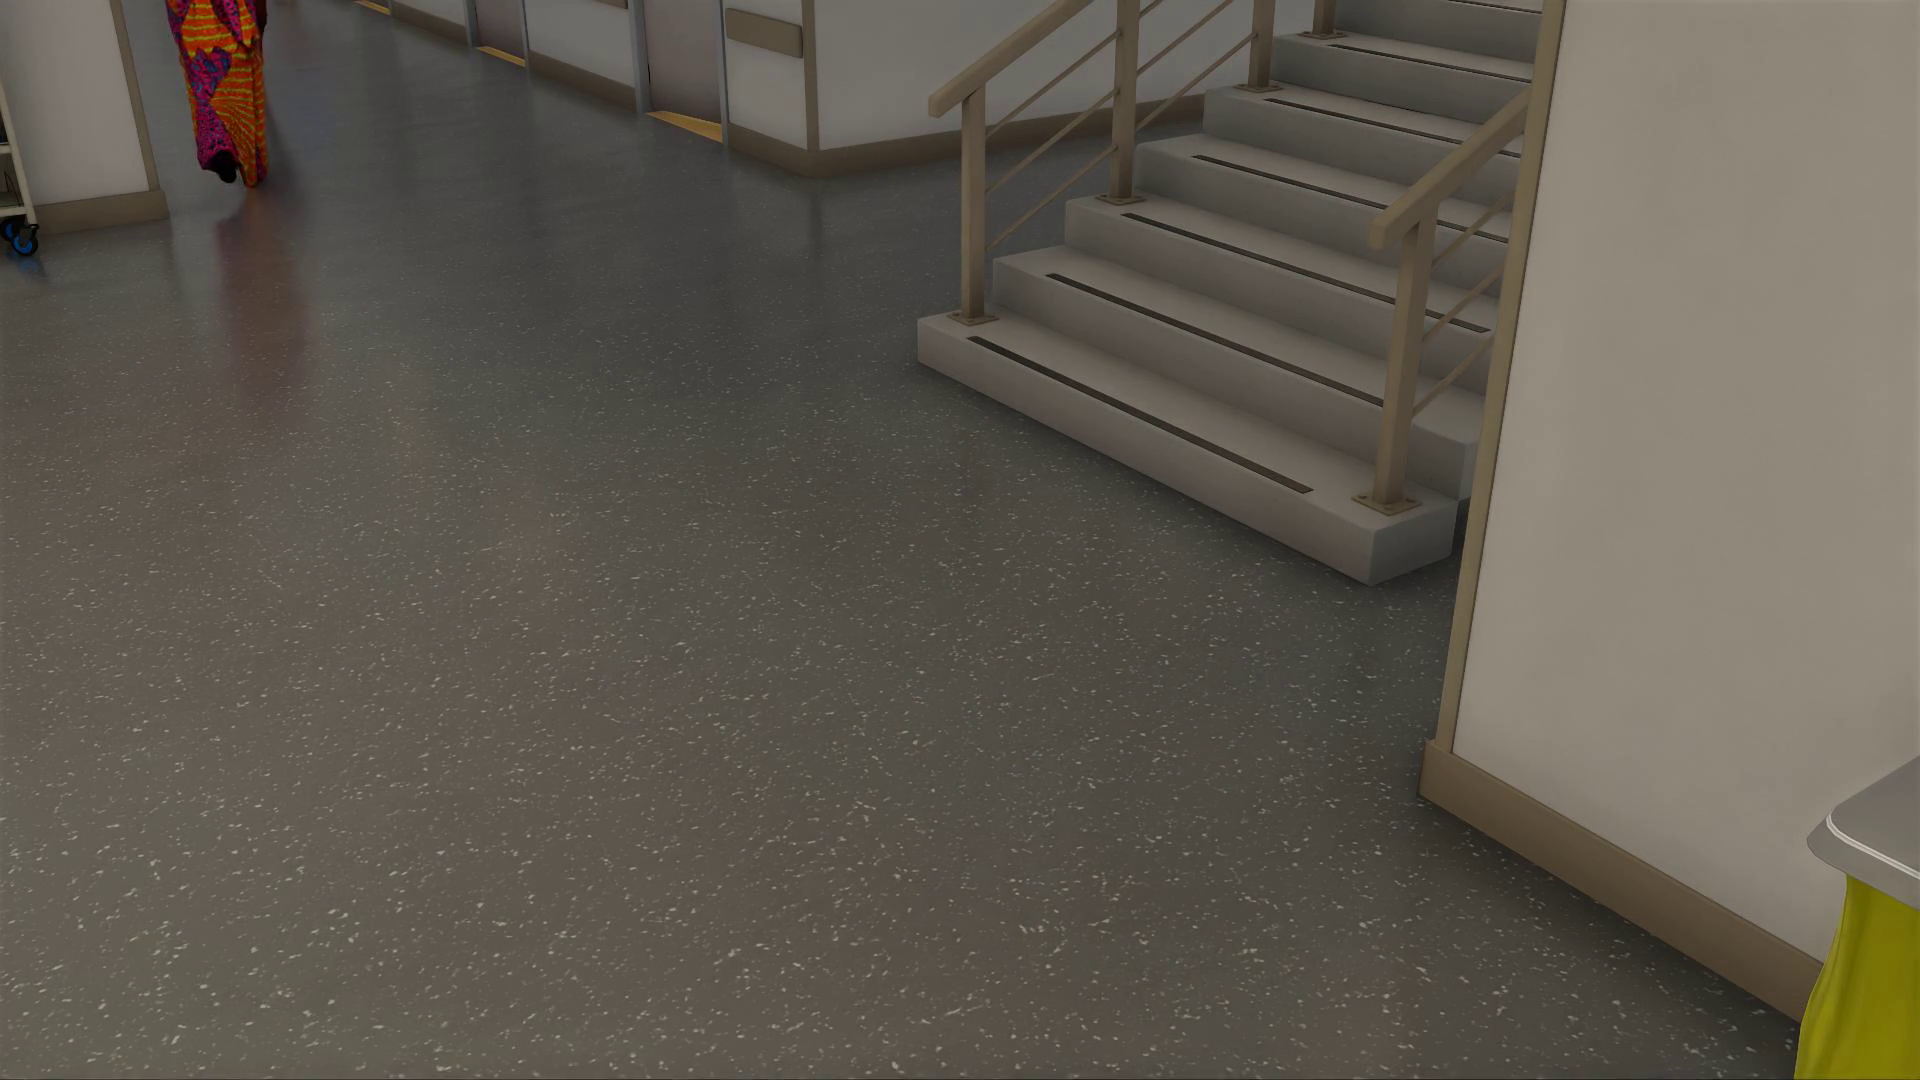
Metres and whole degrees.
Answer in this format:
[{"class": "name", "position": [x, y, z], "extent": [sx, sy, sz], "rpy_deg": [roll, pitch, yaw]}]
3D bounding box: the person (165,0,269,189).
[{"class": "person", "position": [-4.343, -2.884, 9.709], "extent": [0.933, 1.664, 0.825], "rpy_deg": [-9, 27, -19]}]
